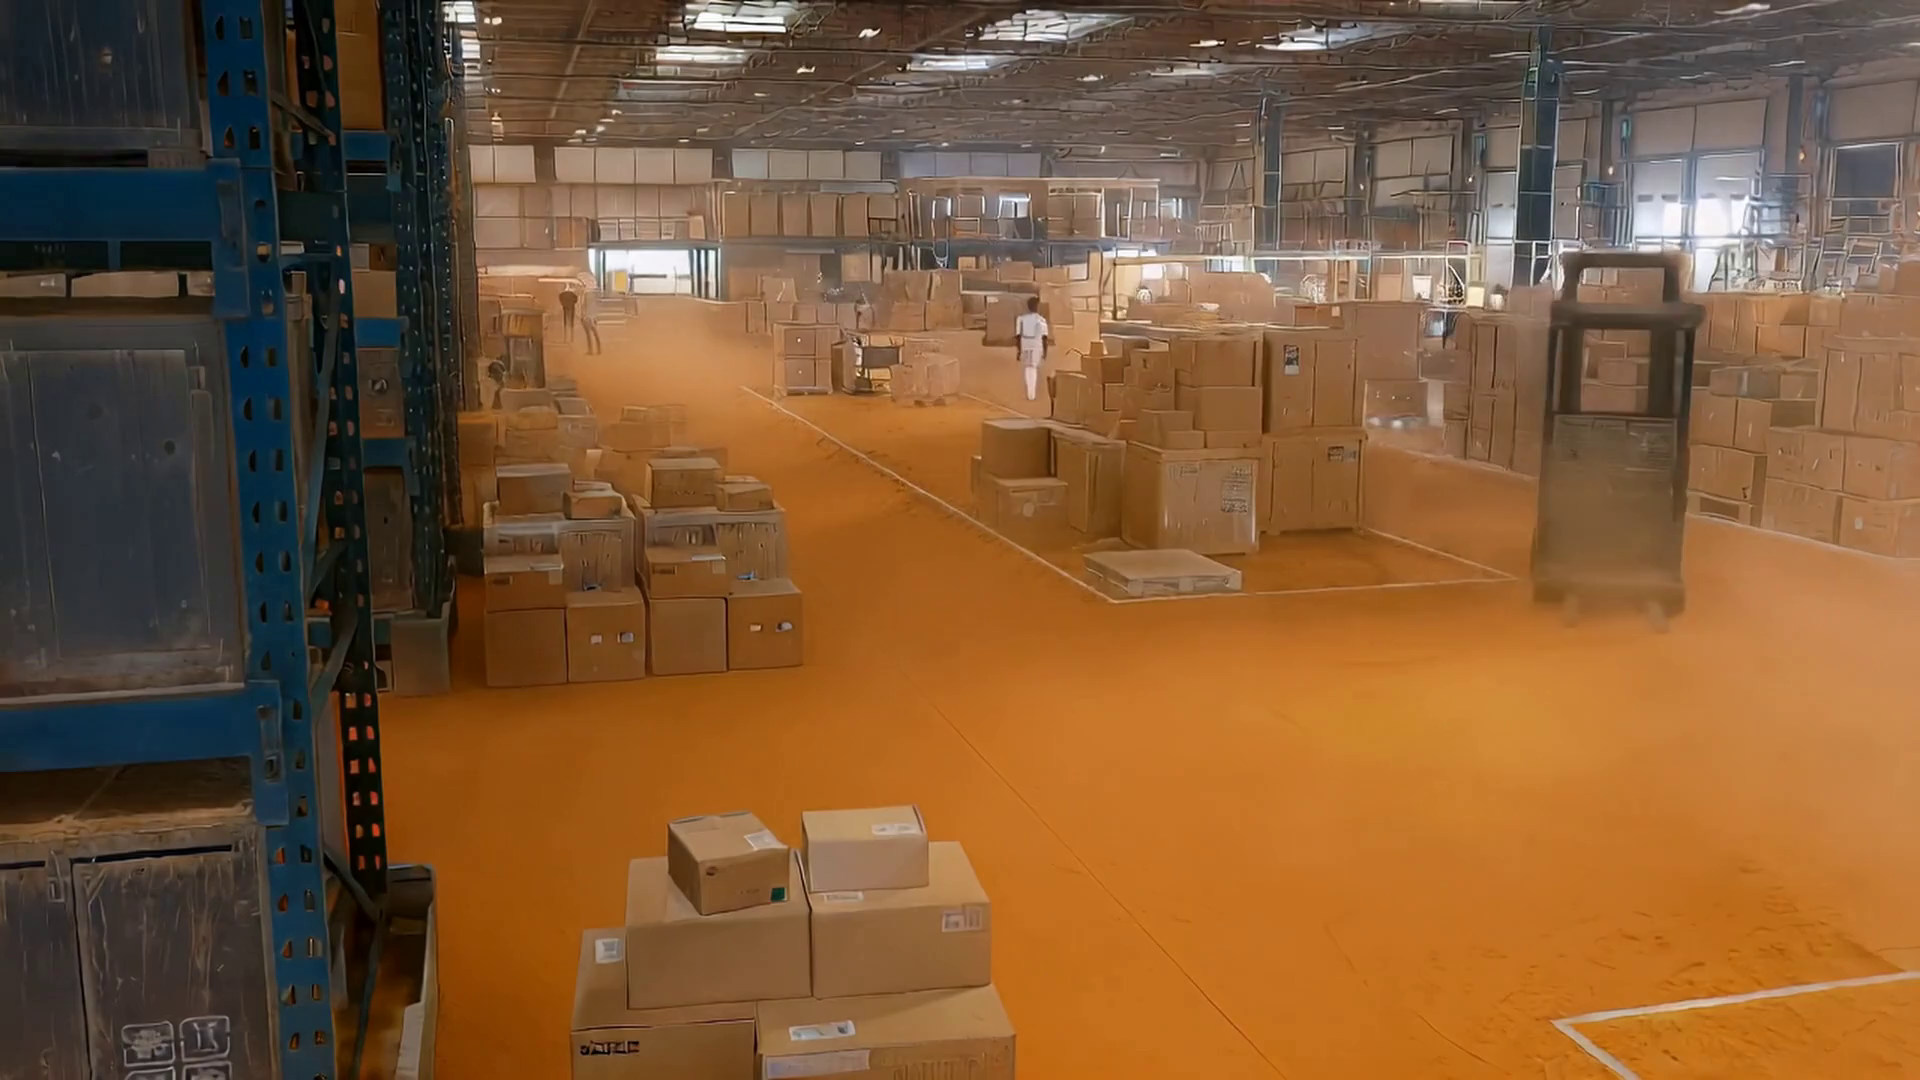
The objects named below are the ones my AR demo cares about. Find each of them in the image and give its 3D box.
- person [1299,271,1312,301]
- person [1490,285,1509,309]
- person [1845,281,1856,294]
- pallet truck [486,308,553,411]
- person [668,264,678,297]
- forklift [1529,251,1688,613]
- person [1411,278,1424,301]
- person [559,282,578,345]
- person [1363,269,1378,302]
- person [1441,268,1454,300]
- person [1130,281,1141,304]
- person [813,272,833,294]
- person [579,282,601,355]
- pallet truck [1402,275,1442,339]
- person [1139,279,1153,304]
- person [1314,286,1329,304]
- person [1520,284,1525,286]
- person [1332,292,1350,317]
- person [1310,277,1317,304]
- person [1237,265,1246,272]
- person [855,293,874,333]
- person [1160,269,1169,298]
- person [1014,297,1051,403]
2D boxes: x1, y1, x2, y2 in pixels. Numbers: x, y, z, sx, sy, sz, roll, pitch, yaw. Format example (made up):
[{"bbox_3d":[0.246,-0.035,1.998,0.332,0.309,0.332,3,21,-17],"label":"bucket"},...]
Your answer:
[{"bbox_3d":[13.744,-9.762,66.239,0.629,1.905,0.944,-9,13,-40],"label":"person"},{"bbox_3d":[14.918,-6.150,46.012,0.525,1.822,0.774,2,10,10],"label":"person"},{"bbox_3d":[25.480,-6.498,47.810,1.018,1.887,0.545,1,10,7],"label":"person"},{"bbox_3d":[-6.242,-2.418,24.362,0.823,1.965,1.885,1,10,3],"label":"pallet truck"},{"bbox_3d":[-16.311,-14.763,94.590,0.575,1.885,0.355,-2,10,-12],"label":"person"},{"bbox_3d":[5.365,-0.973,13.682,1.129,2.768,1.873,3,11,18],"label":"forklift"},{"bbox_3d":[14.889,-7.596,54.143,0.430,1.838,0.624,2,10,11],"label":"person"},{"bbox_3d":[-11.422,-6.609,48.503,0.515,1.858,0.610,-3,10,-16],"label":"person"},{"bbox_3d":[17.276,-10.433,69.940,0.615,1.927,0.430,6,12,30],"label":"person"},{"bbox_3d":[21.412,-10.972,72.974,0.551,1.934,0.373,8,12,37],"label":"person"},{"bbox_3d":[6.021,-7.902,56.240,0.529,1.711,0.941,-6,12,-30],"label":"person"},{"bbox_3d":[-4.759,-8.341,57.949,0.698,1.977,0.783,-3,11,-18],"label":"person"},{"bbox_3d":[-9.814,-5.873,44.122,0.381,1.931,0.565,9,14,43],"label":"person"},{"bbox_3d":[14.620,-7.324,52.145,0.823,1.965,1.885,8,13,40],"label":"pallet truck"},{"bbox_3d":[5.379,-6.628,48.446,0.400,1.919,0.582,-6,12,-31],"label":"person"},{"bbox_3d":[10.634,-6.638,49.112,0.317,1.696,0.538,-8,13,-38],"label":"person"},{"bbox_3d":[14.046,-5.413,41.533,0.487,1.921,0.650,2,10,10],"label":"person"},{"bbox_3d":[7.937,-4.201,34.687,0.377,1.916,0.600,-4,11,-22],"label":"person"},{"bbox_3d":[12.952,-8.762,61.038,0.328,1.732,0.487,0,10,0],"label":"person"},{"bbox_3d":[16.276,-15.063,96.029,0.654,1.967,0.777,0,10,3],"label":"person"},{"bbox_3d":[-2.461,-5.522,42.814,0.532,1.689,0.322,-6,12,-32],"label":"person"},{"bbox_3d":[8.394,-10.168,68.446,0.382,1.924,0.594,5,11,25],"label":"person"},{"bbox_3d":[1.379,-3.532,30.838,0.630,1.928,0.924,4,11,19],"label":"person"}]
